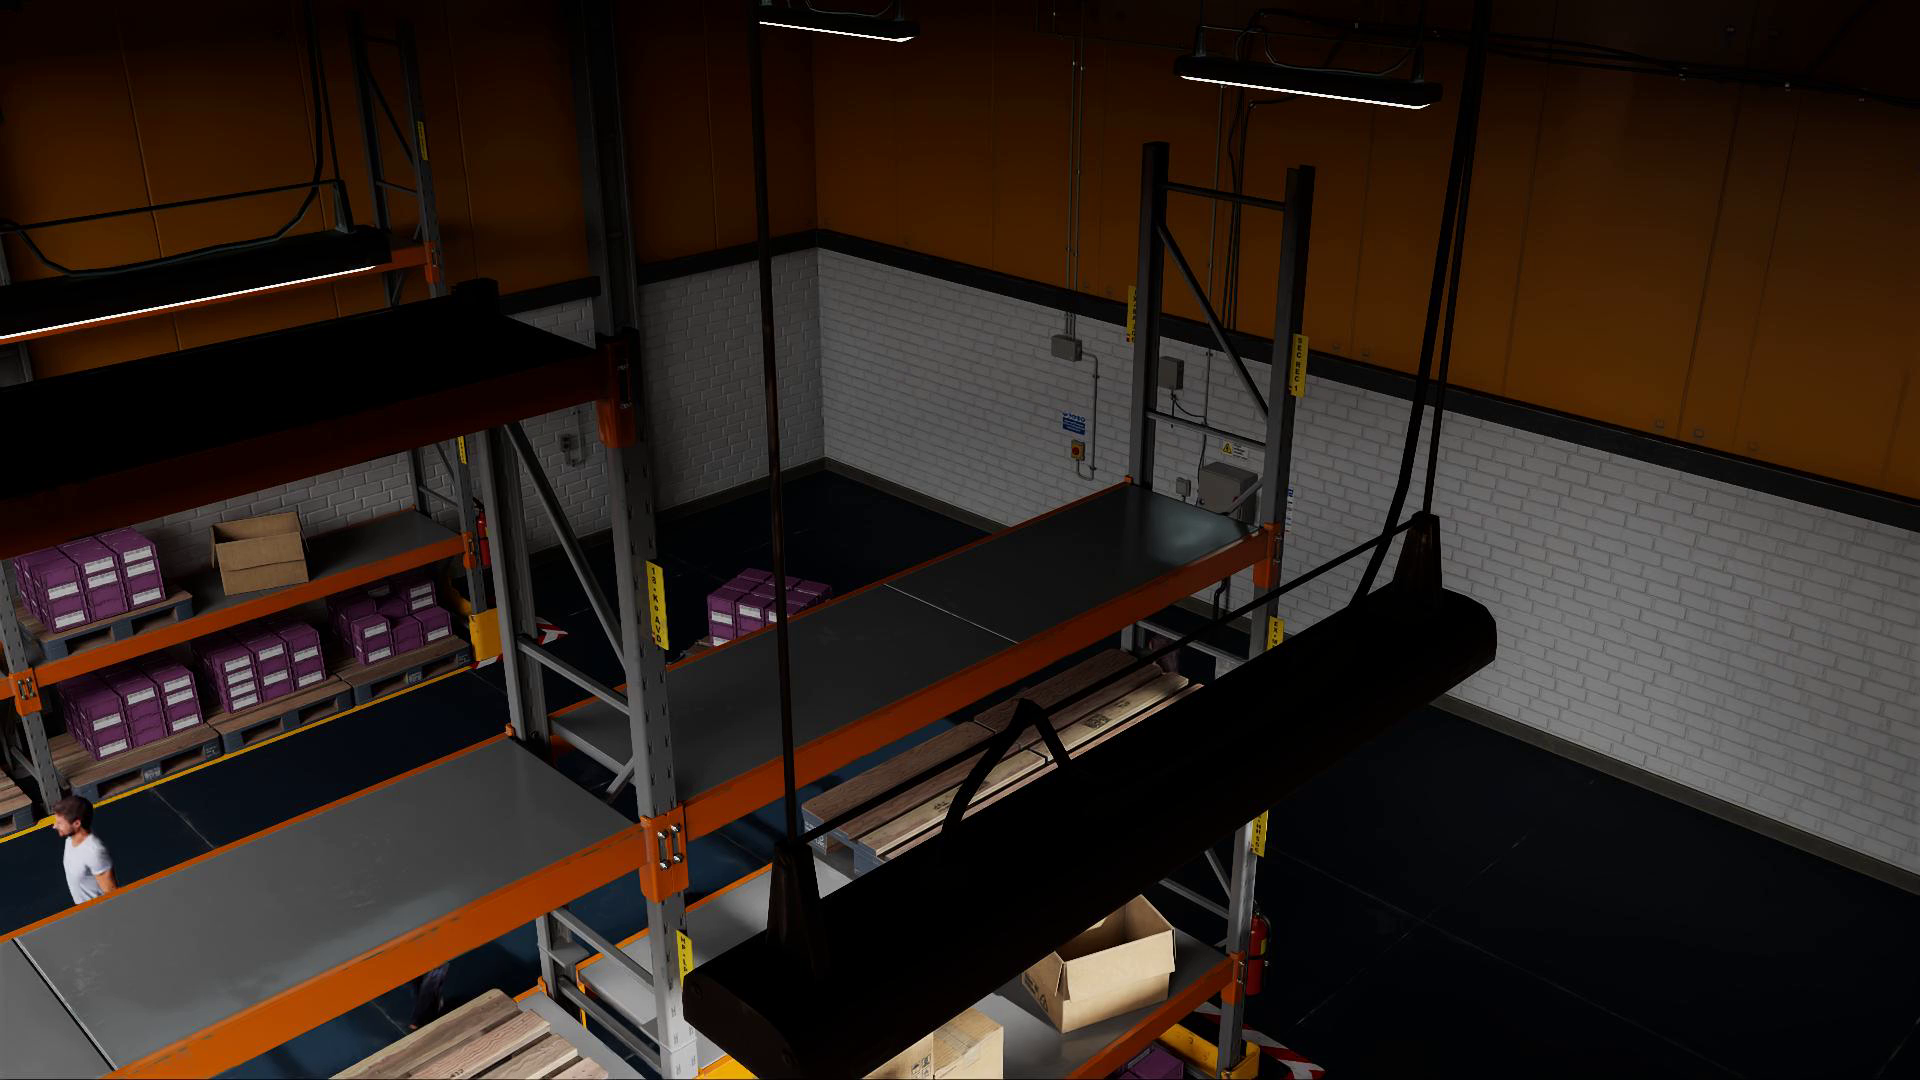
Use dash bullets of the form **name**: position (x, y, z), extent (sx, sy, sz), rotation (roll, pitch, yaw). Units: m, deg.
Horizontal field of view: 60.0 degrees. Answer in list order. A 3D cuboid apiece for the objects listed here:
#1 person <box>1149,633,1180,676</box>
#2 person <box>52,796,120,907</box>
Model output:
- **person**: position (1.623, 1.498, 13.457), extent (0.654, 1.652, 0.713), rotation (-19, 30, -37)
- **person**: position (-5.553, 2.470, 11.013), extent (1.173, 1.830, 0.665), rotation (-19, 30, -37)
